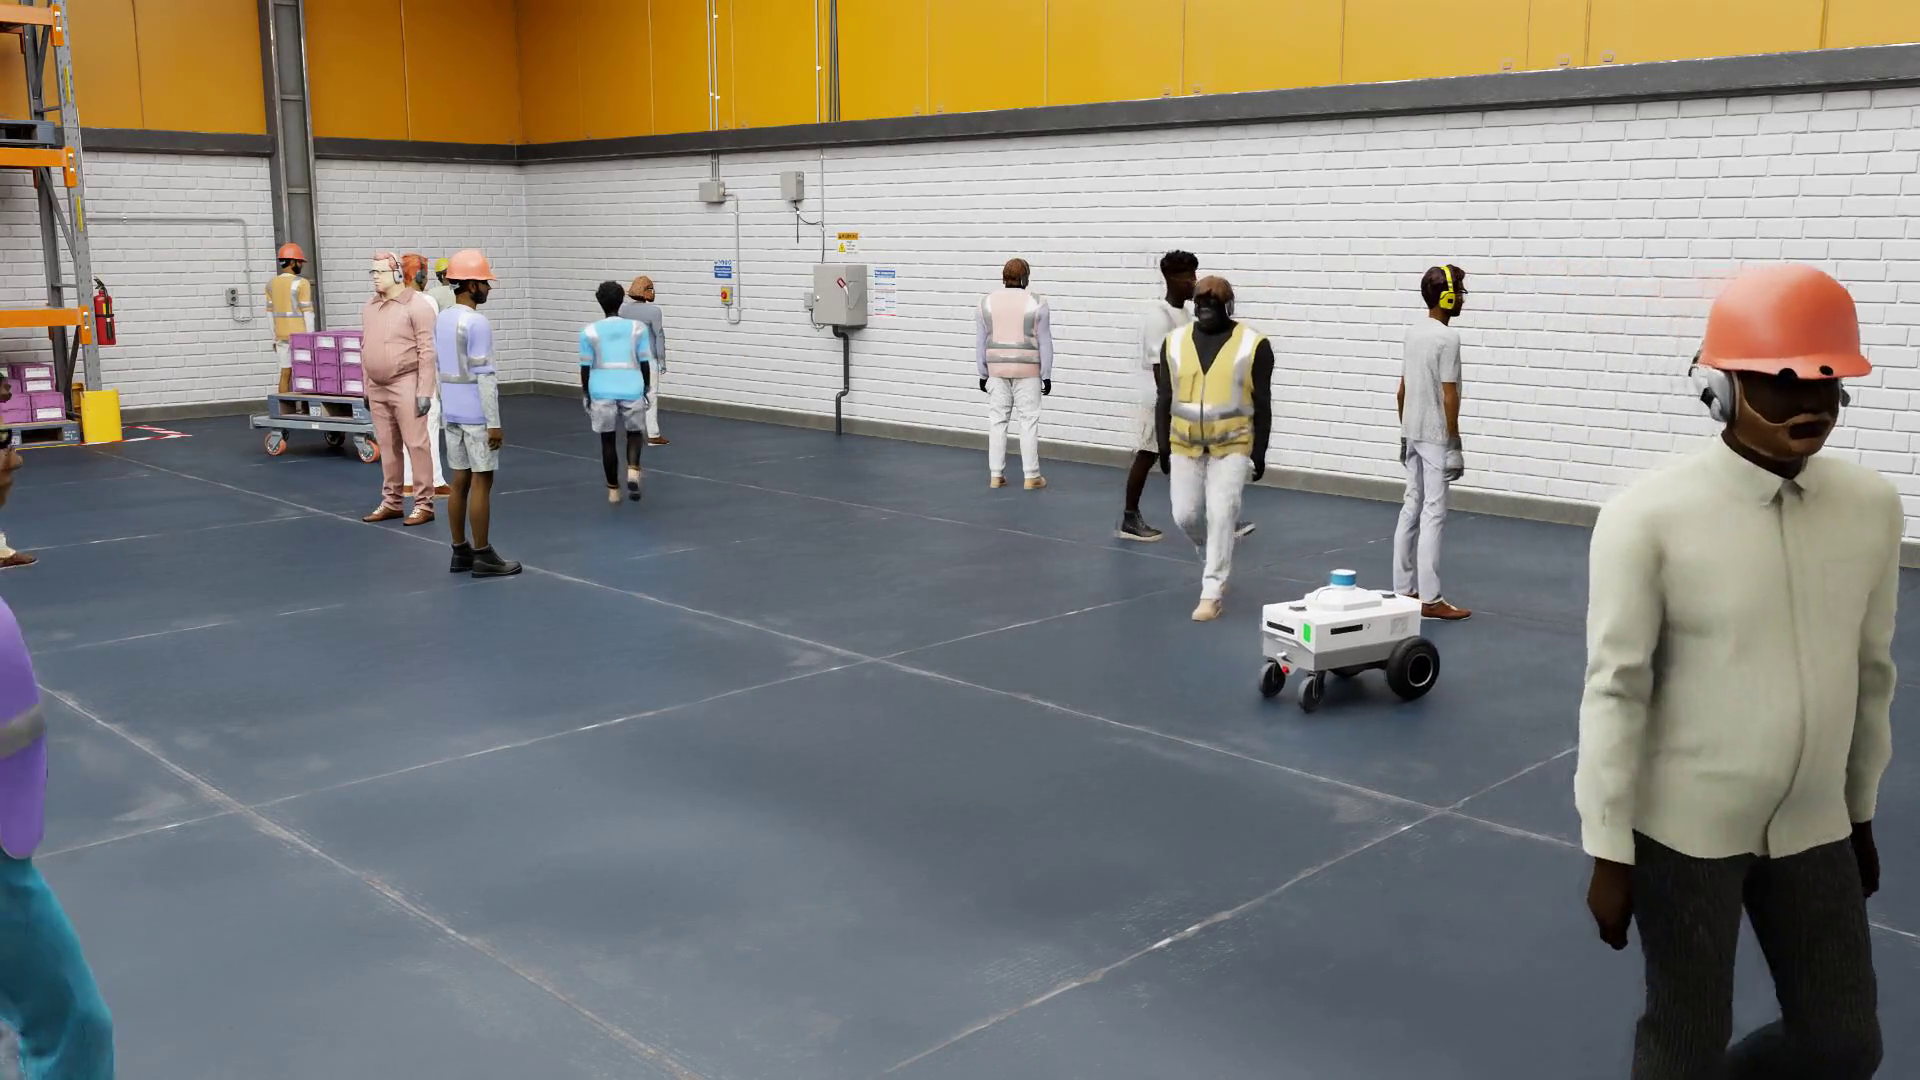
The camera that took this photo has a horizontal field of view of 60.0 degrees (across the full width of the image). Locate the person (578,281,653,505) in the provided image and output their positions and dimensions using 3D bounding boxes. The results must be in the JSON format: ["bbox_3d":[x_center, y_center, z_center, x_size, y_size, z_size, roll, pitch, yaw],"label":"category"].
[{"bbox_3d":[-2.571,-1.090,12.433,0.551,1.685,0.393,-3,11,-16],"label":"person"}]

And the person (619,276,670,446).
[{"bbox_3d":[-3.060,-1.729,16.082,0.507,1.631,0.266,5,12,25],"label":"person"}]

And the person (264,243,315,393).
[{"bbox_3d":[-7.027,-2.149,17.559,0.545,1.933,0.376,3,11,18],"label":"person"}]

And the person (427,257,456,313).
[{"bbox_3d":[-5.840,-2.332,19.011,0.309,1.769,0.525,9,13,39],"label":"person"}]

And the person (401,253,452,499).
[{"bbox_3d":[-4.164,-1.255,12.819,0.575,1.884,0.355,6,12,29],"label":"person"}]

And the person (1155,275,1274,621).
[{"bbox_3d":[1.371,-0.511,8.950,0.631,1.823,0.701,5,11,24],"label":"person"}]

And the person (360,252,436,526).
[{"bbox_3d":[-3.961,-1.055,11.664,0.646,1.908,0.408,5,12,27],"label":"person"}]

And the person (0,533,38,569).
[{"bbox_3d":[-5.929,-0.555,9.784,0.502,1.595,0.831,8,13,37],"label":"person"}]

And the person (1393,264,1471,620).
[{"bbox_3d":[2.508,-0.518,8.833,0.335,1.873,0.521,-3,11,-14],"label":"person"}]

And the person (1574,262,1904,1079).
[{"bbox_3d":[1.389,0.502,2.979,0.640,1.974,0.445,-2,11,-12],"label":"person"}]

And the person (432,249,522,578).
[{"bbox_3d":[-2.882,-0.745,9.887,0.551,1.936,0.356,10,15,44],"label":"person"}]

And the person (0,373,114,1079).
[{"bbox_3d":[-1.862,0.589,2.964,0.814,1.813,0.571,-9,14,-40],"label":"person"}]

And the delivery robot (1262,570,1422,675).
[{"bbox_3d":[1.676,0.374,7.302,0.707,0.478,0.477,-6,12,-29],"label":"delivery robot"}]

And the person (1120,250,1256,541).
[{"bbox_3d":[1.469,-0.911,10.826,0.985,1.914,0.619,6,12,31],"label":"person"}]

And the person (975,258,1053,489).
[{"bbox_3d":[0.444,-1.325,13.311,0.636,1.842,0.429,4,11,19],"label":"person"}]
